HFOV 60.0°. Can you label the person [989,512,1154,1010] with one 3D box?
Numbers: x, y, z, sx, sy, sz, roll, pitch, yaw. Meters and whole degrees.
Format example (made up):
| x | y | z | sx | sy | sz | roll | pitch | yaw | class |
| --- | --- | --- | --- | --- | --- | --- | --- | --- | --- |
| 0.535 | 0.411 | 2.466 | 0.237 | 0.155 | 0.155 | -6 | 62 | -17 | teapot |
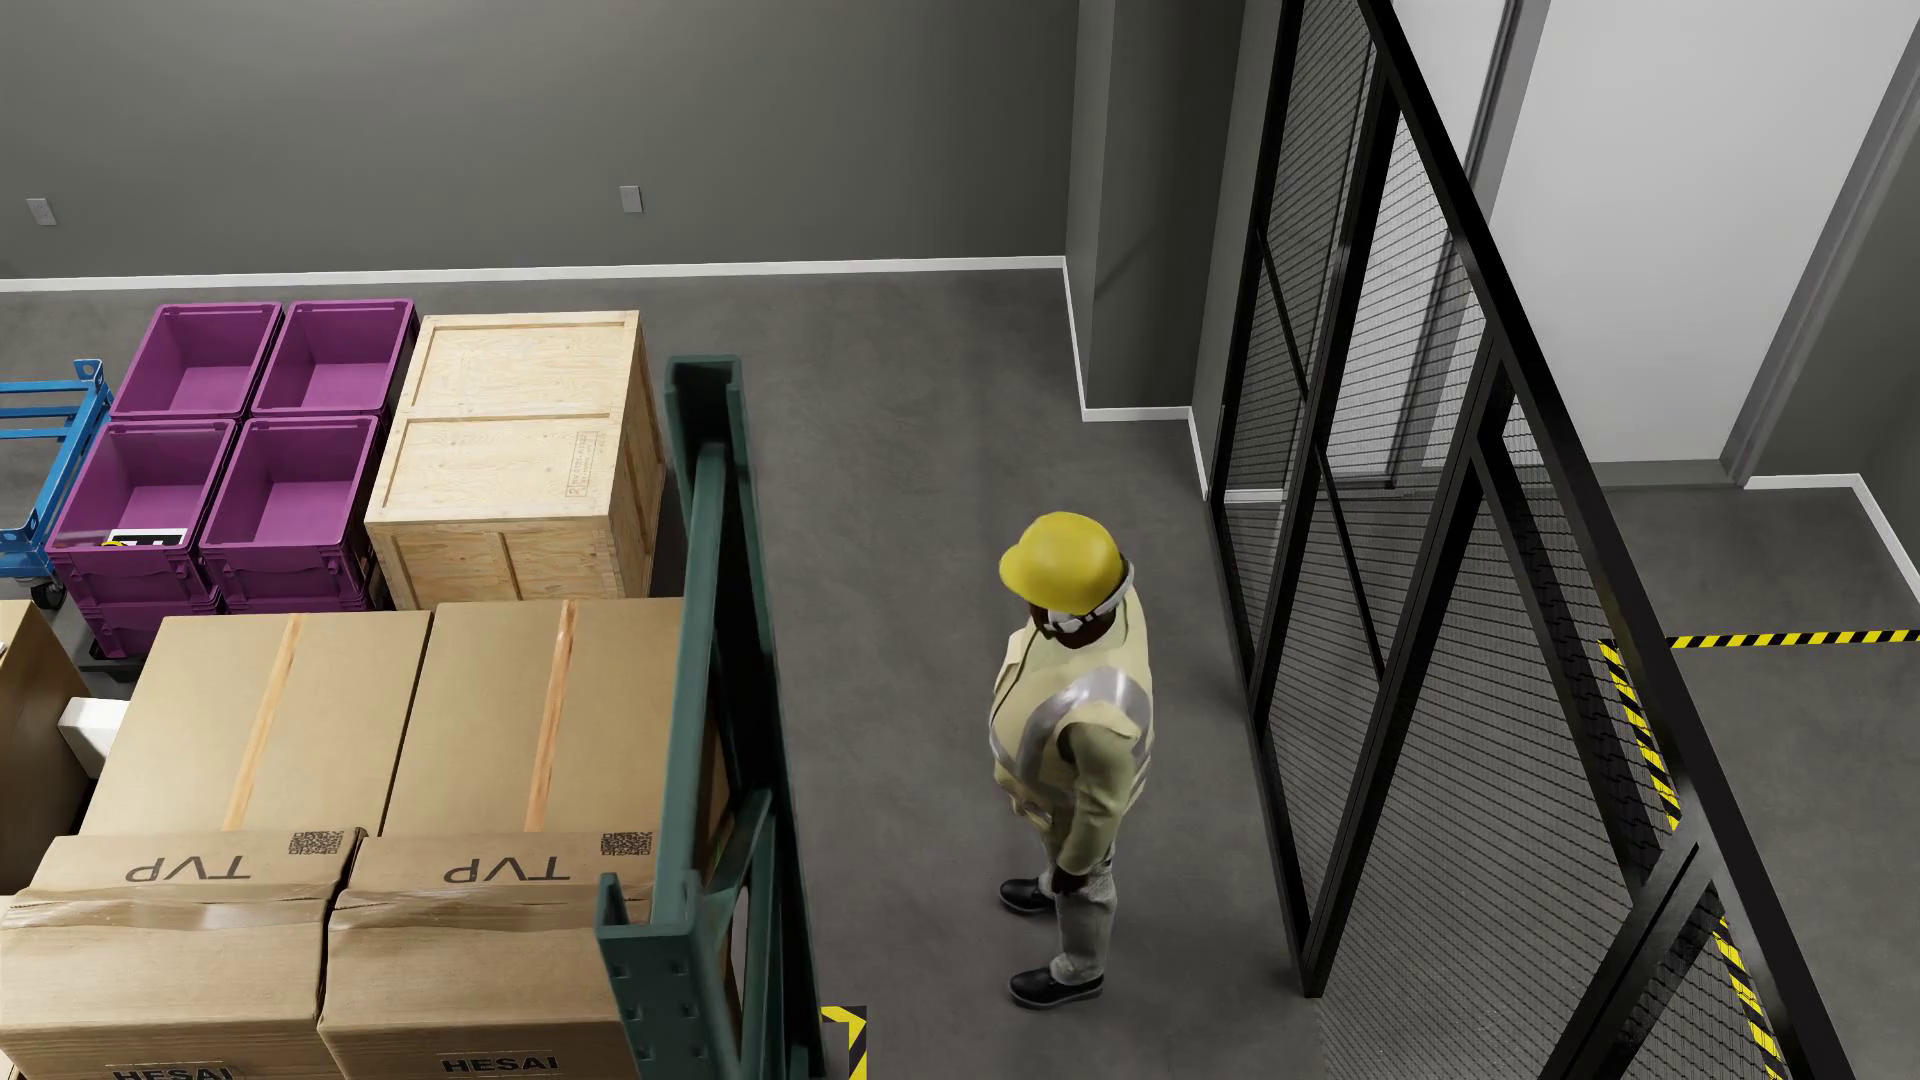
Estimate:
| x | y | z | sx | sy | sz | roll | pitch | yaw | class |
| --- | --- | --- | --- | --- | --- | --- | --- | --- | --- |
| 0.273 | 0.597 | 4.264 | 0.404 | 1.825 | 0.592 | 0 | 46 | 0 | person |
